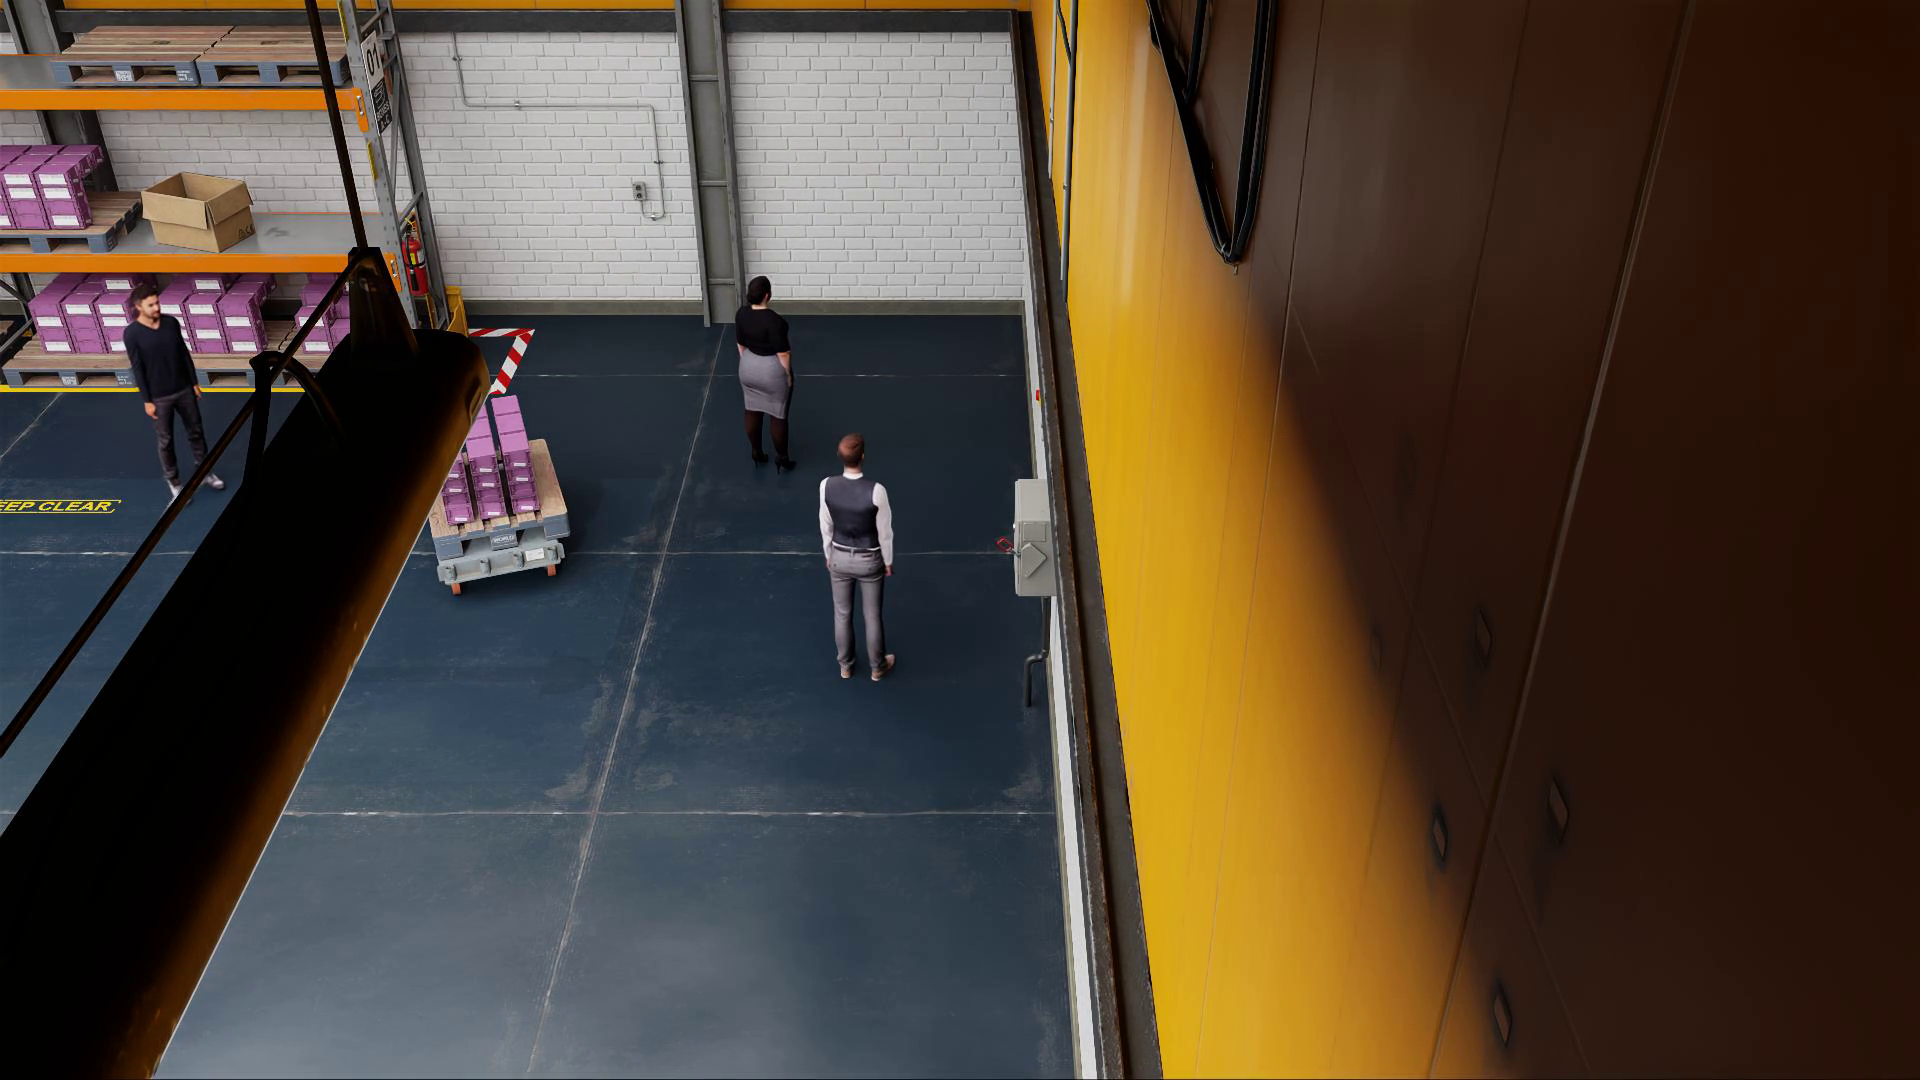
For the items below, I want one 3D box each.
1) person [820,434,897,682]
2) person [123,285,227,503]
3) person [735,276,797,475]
[{"bbox_3d":[-0.708,0.124,11.440,0.583,1.944,0.764,7,34,11],"label":"person"},{"bbox_3d":[-6.438,-1.211,13.523,0.761,1.863,0.721,25,41,33],"label":"person"},{"bbox_3d":[-1.624,-1.377,13.866,0.731,1.760,0.831,18,38,25],"label":"person"}]
